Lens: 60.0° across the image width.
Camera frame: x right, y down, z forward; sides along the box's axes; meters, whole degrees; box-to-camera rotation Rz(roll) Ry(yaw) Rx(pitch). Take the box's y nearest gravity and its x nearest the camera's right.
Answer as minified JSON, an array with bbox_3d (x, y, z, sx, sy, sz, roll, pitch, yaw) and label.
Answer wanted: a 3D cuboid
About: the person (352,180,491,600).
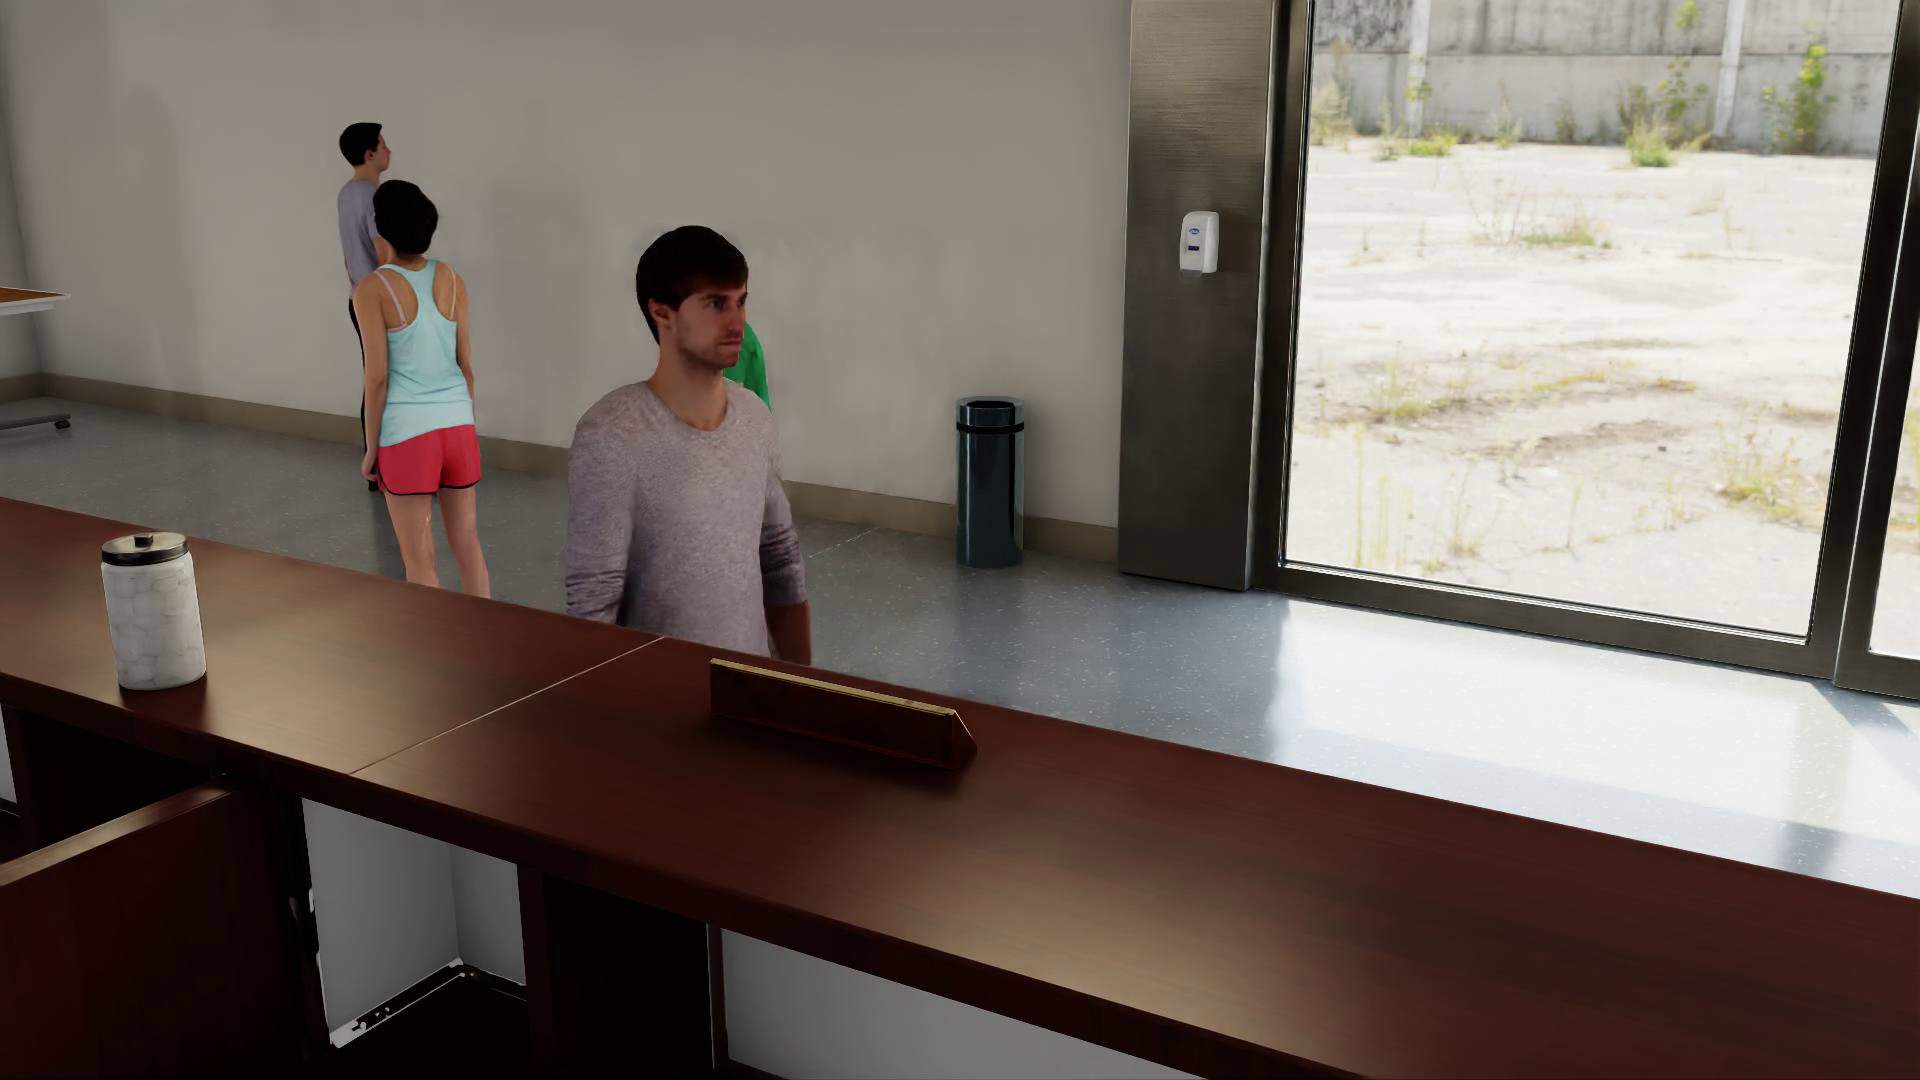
[{"bbox_3d":[-1.828,-0.335,5.684,0.701,1.764,0.545,14,21,41],"label":"person"}]

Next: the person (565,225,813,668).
[{"bbox_3d":[-0.591,0.316,3.257,0.775,1.828,0.646,10,19,32],"label":"person"}]

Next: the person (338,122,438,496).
[{"bbox_3d":[-2.935,-1.153,8.404,0.684,1.863,0.730,-12,20,-37],"label":"person"}]
